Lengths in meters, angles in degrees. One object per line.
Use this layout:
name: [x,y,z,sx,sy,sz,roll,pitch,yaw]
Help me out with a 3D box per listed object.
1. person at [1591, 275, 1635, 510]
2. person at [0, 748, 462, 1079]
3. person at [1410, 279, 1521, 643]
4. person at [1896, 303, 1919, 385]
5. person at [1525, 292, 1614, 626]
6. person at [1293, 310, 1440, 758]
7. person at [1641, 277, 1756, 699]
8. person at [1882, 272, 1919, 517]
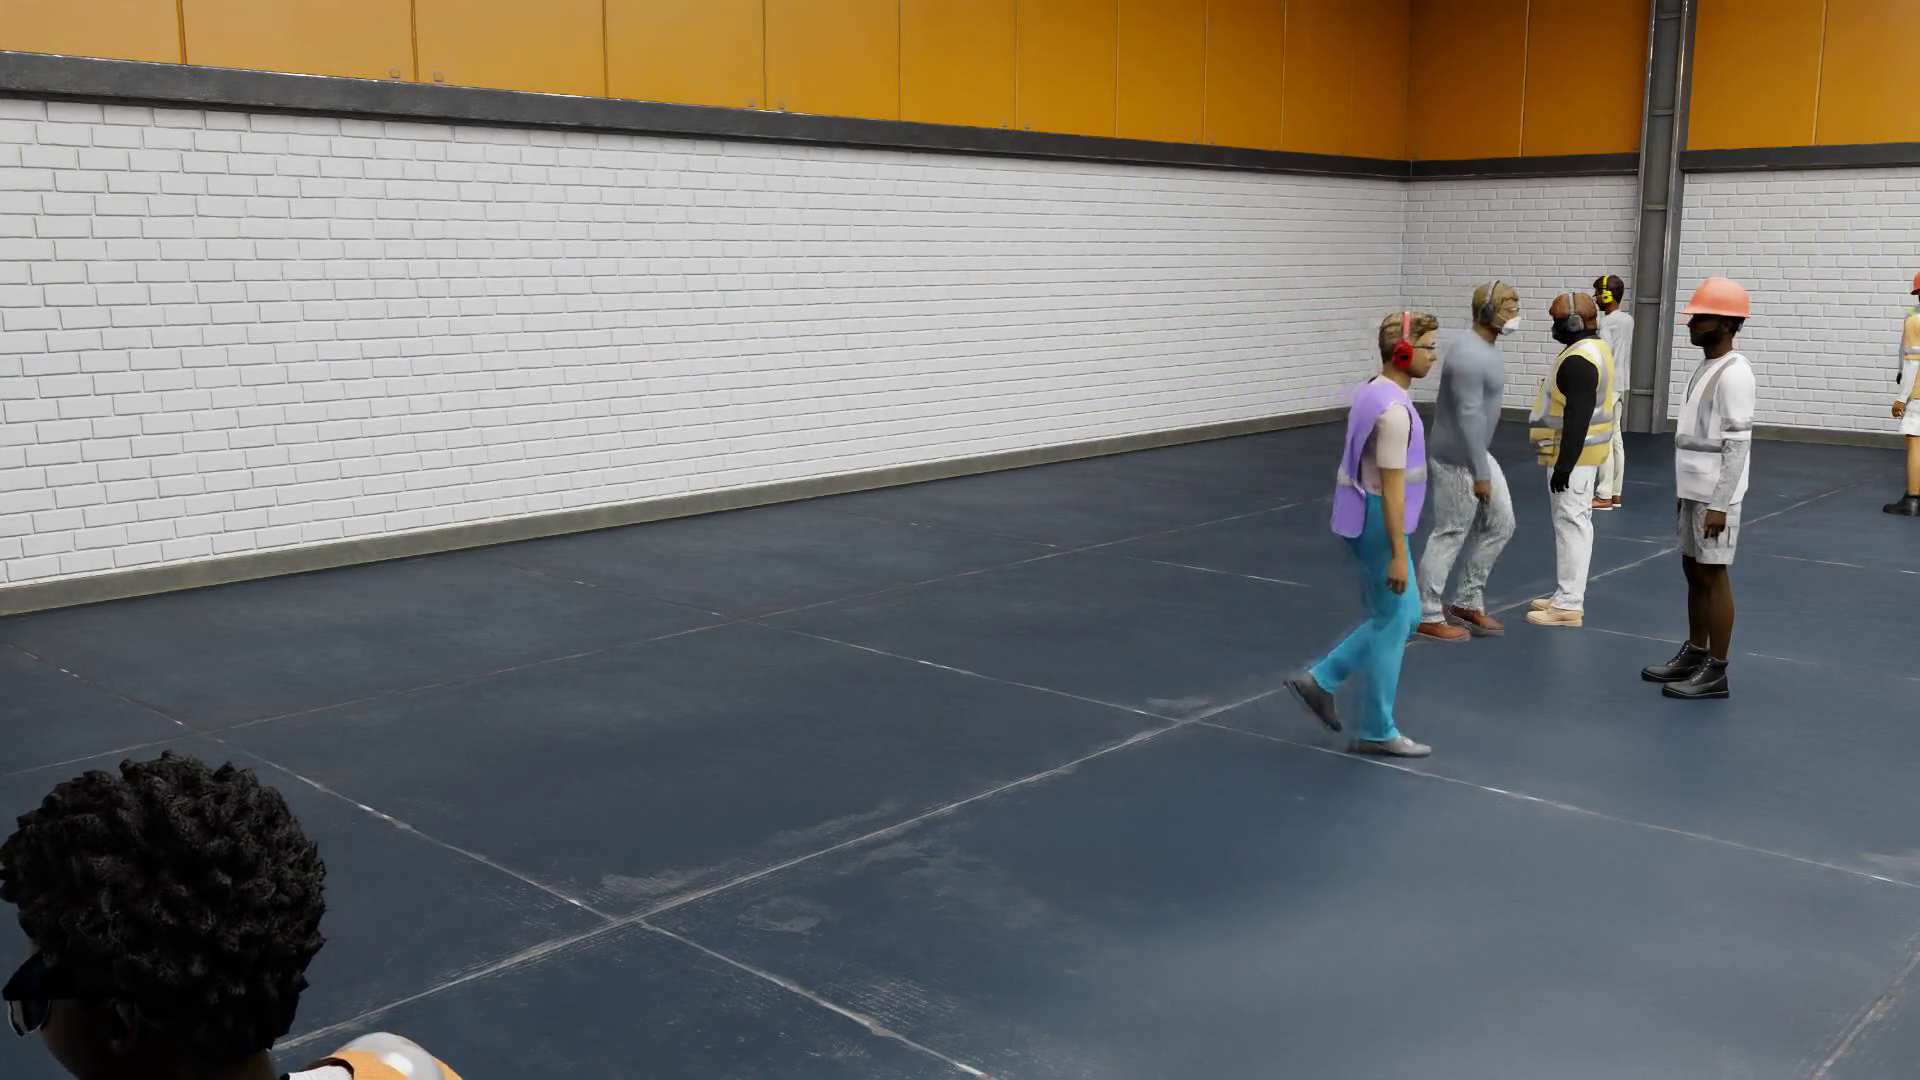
person: [5.142,-1.167,13.243,0.328,1.862,0.521,9,14,42]
person: [-0.568,1.001,1.379,0.317,1.693,0.536,3,10,16]
person: [2.689,-0.395,8.699,0.619,1.910,0.703,5,11,26]
person: [9.309,-1.616,15.888,0.632,1.827,0.438,4,11,20]
person: [3.361,-0.443,9.189,0.429,1.838,0.621,5,11,25]
person: [1.687,-0.013,6.739,0.482,1.828,0.592,1,10,8]
person: [3.442,-0.234,7.692,0.348,1.942,0.548,1,10,6]
person: [7.483,-1.143,12.914,0.542,1.927,0.374,-3,10,-17]
